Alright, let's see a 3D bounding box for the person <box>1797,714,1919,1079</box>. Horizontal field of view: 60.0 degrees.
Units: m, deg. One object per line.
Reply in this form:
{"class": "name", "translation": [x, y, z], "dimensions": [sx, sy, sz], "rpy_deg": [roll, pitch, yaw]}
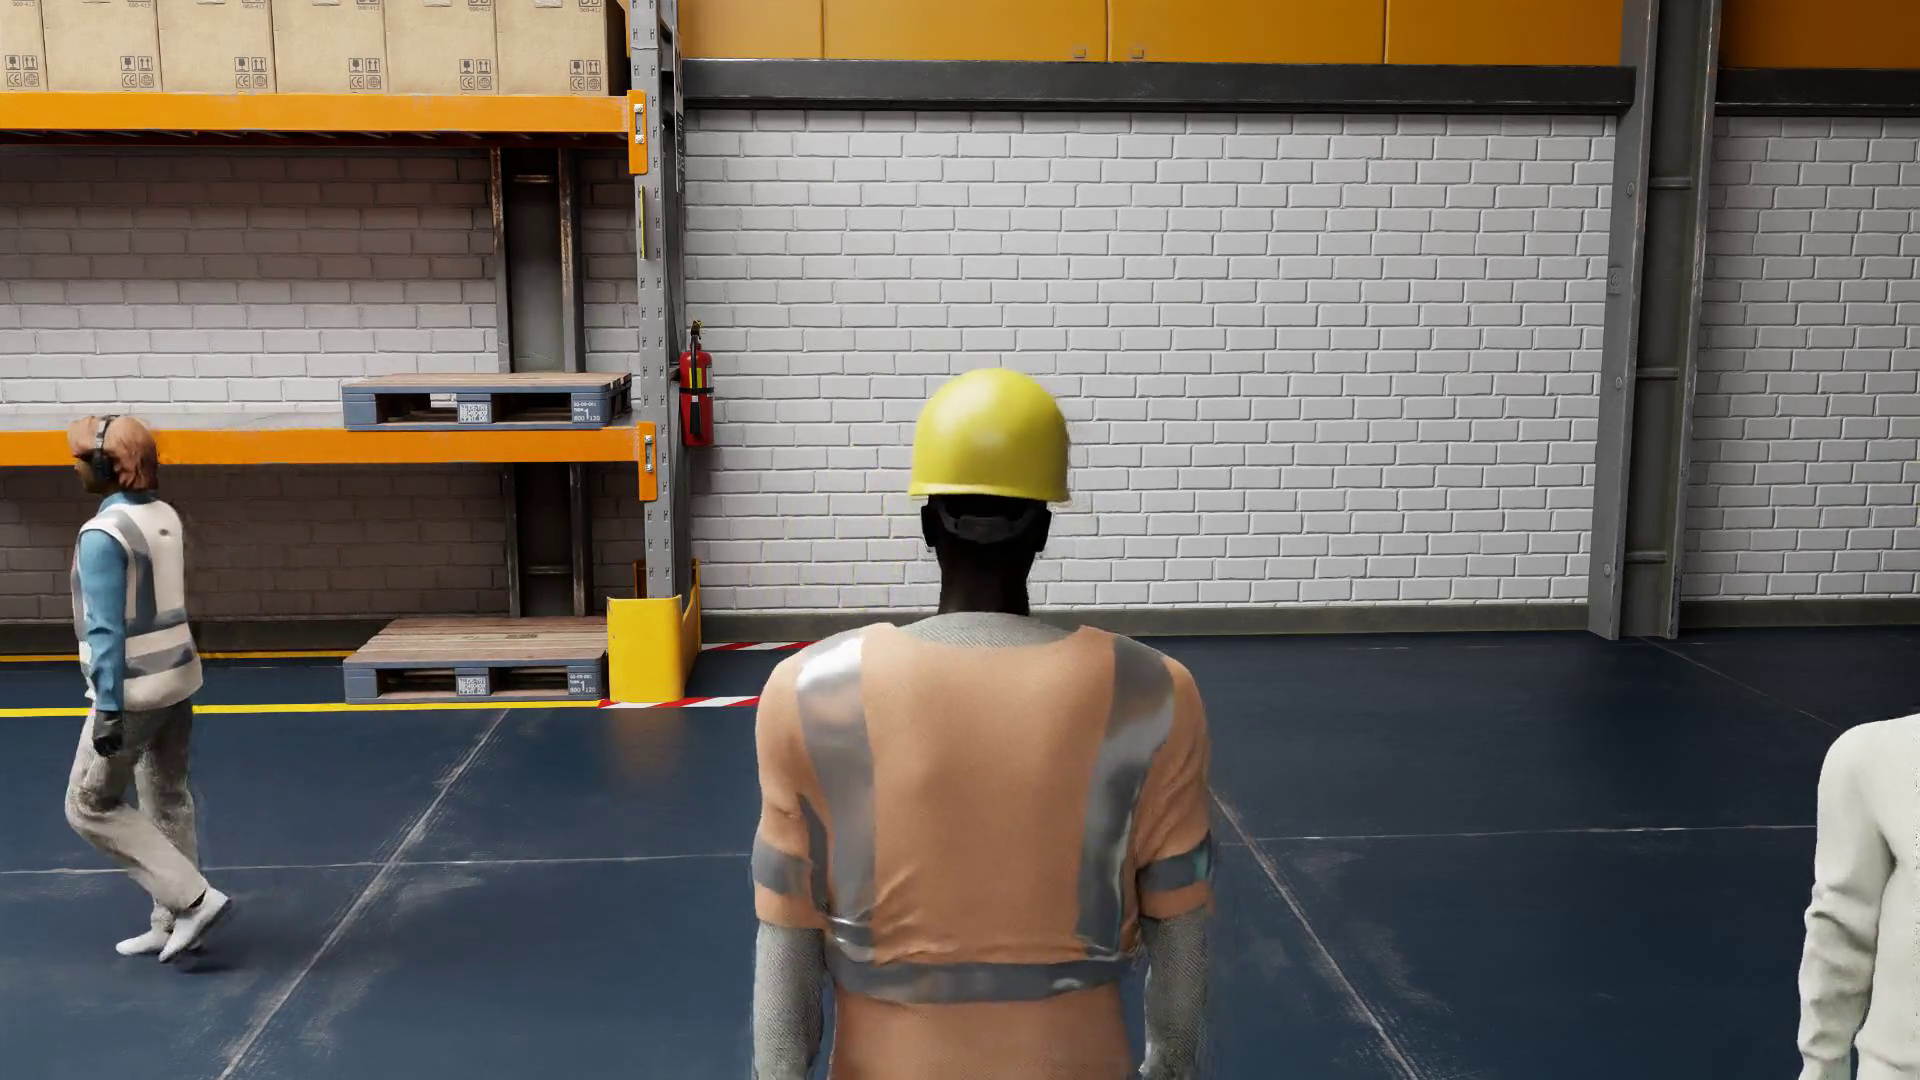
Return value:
{"class": "person", "translation": [1.486, 0.797, 2.359], "dimensions": [0.538, 1.718, 0.902], "rpy_deg": [4, 10, 26]}

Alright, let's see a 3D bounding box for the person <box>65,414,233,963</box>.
{"class": "person", "translation": [-2.388, 0.449, 4.813], "dimensions": [0.362, 1.628, 0.541], "rpy_deg": [0, 9, -3]}

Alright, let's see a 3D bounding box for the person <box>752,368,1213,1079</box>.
{"class": "person", "translation": [0.033, 0.714, 2.330], "dimensions": [0.613, 1.890, 0.851], "rpy_deg": [0, 9, -1]}
